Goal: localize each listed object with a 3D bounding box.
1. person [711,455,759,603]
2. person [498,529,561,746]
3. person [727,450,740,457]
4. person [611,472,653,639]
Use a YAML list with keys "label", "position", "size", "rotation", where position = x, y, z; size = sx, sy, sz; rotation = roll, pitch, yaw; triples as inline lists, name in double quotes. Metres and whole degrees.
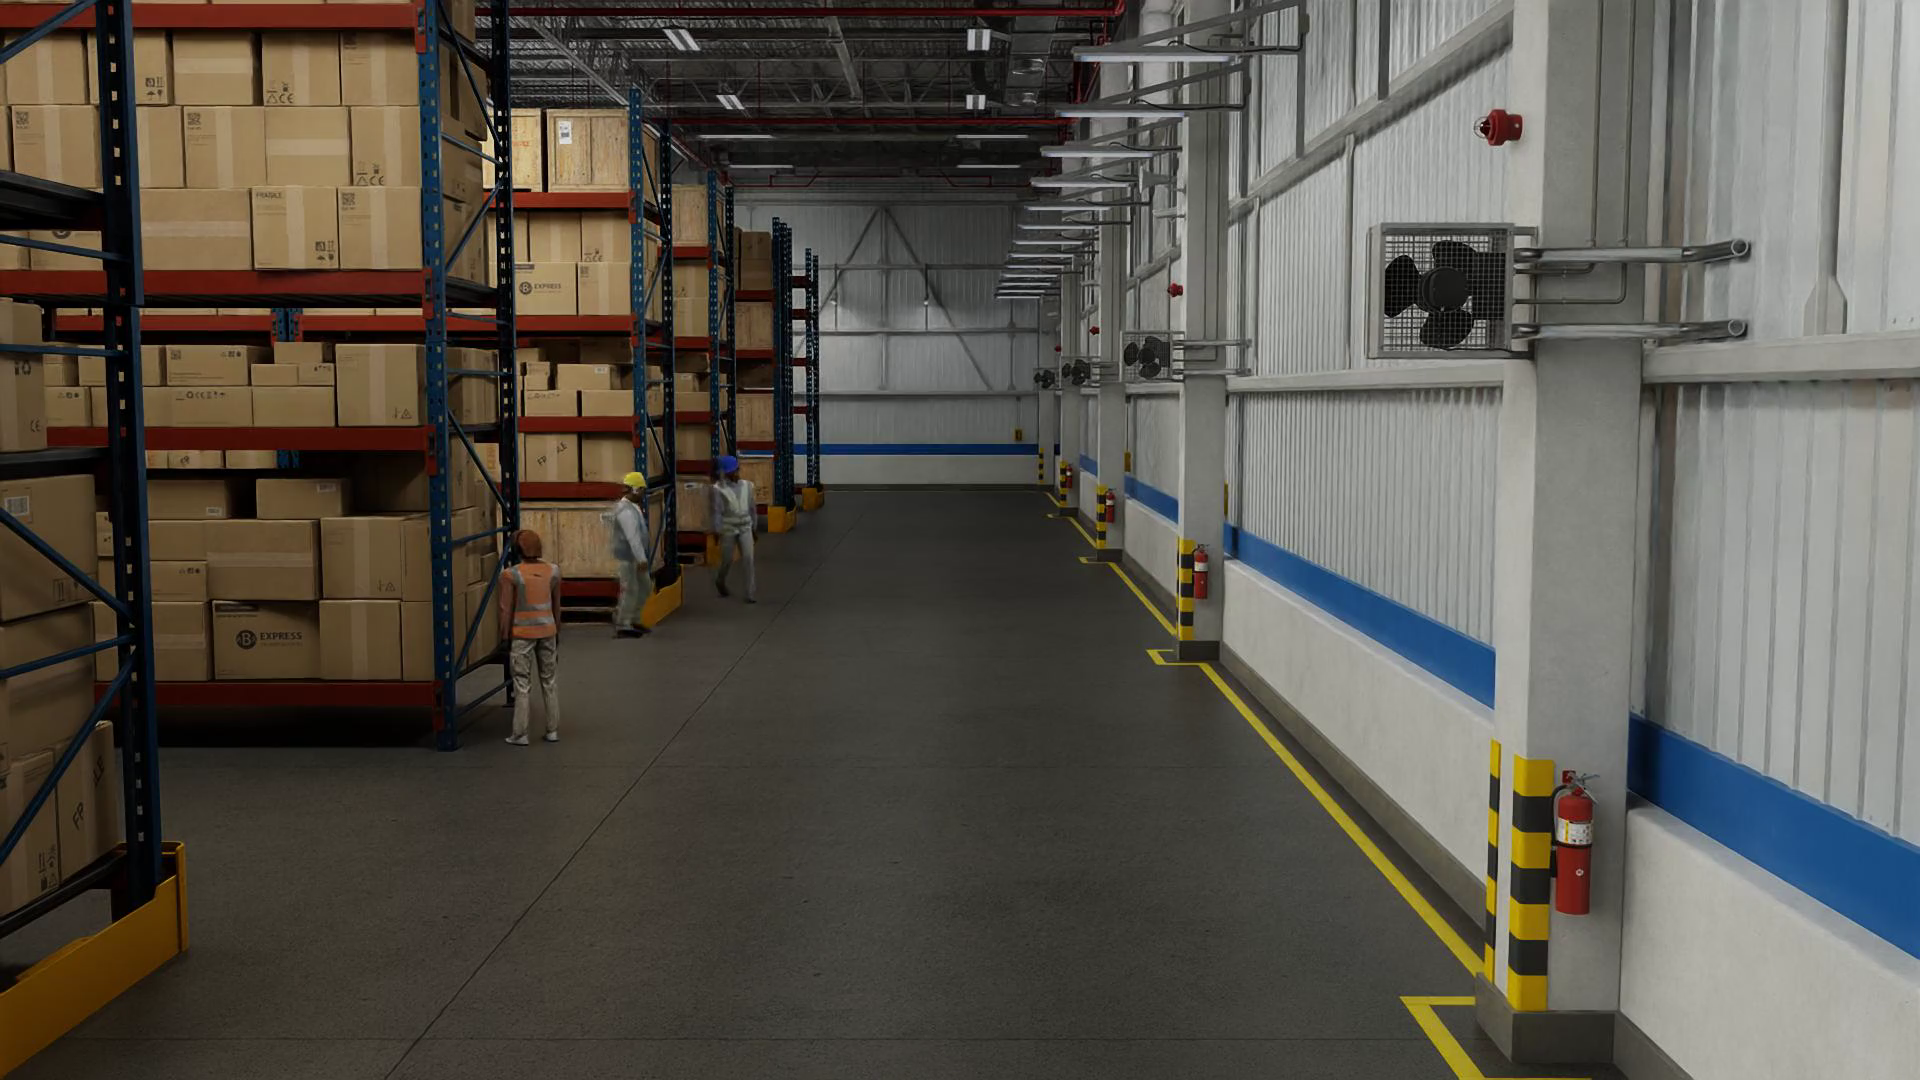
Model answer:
- label: "person"
  position: [-2.915, -0.150, 21.330]
  size: [0.636, 1.905, 0.838]
  rotation: [-3, 6, -30]
- label: "person"
  position: [-3.232, 0.735, 12.548]
  size: [0.520, 1.632, 0.316]
  rotation: [-5, 7, -43]
- label: "person"
  position: [-6.028, -2.023, 44.059]
  size: [0.386, 1.734, 0.583]
  rotation: [2, 5, 23]
- label: "person"
  position: [-3.534, 0.169, 18.029]
  size: [0.481, 1.814, 0.611]
  rotation: [0, 5, 1]
